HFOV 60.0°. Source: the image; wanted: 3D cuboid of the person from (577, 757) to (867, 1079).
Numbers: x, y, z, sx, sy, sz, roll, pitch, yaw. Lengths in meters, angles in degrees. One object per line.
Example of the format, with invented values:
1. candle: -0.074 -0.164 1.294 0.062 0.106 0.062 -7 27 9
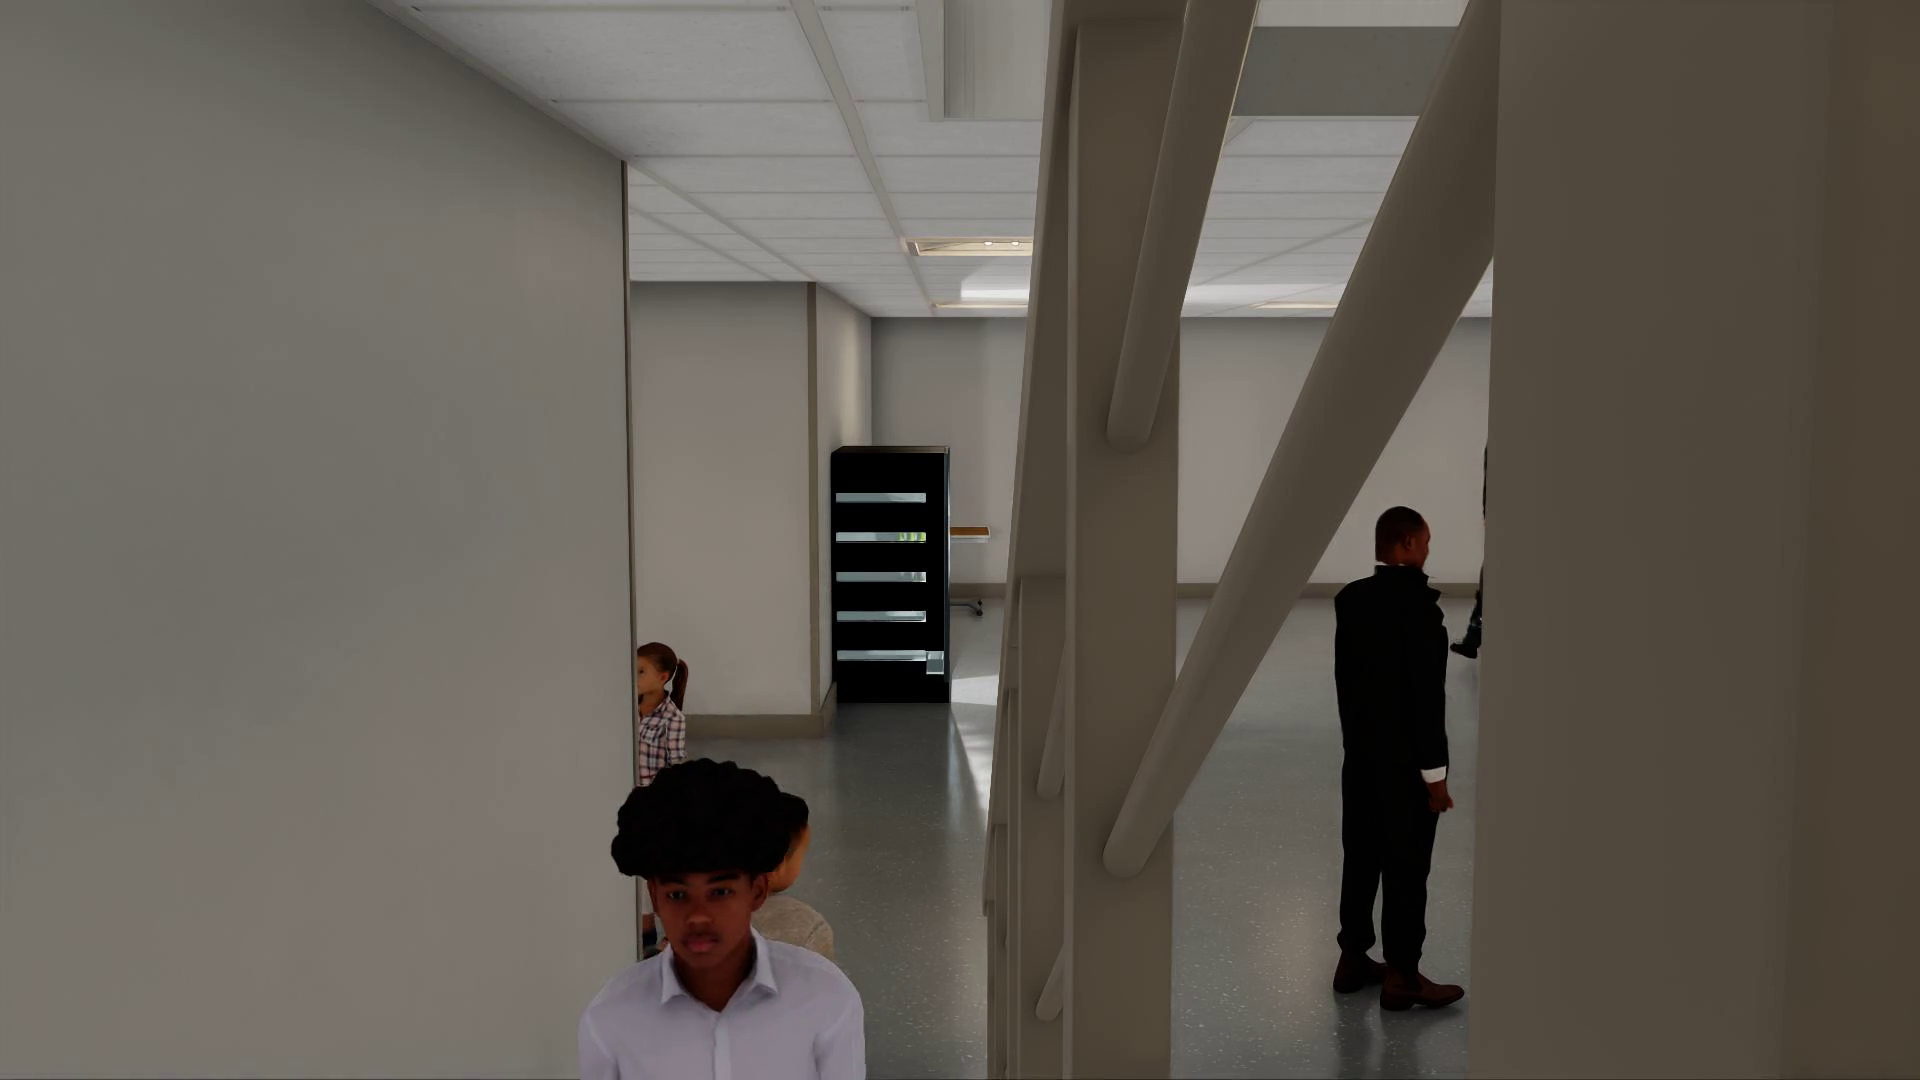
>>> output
1. person: -0.364 1.238 2.749 0.740 1.791 1.051 -1 6 -8

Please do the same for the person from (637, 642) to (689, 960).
1. person: -1.264 1.061 6.901 0.625 1.313 0.671 4 7 36

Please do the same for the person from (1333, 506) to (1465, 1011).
1. person: 1.652 0.817 6.380 0.855 1.902 0.725 -3 6 -27
